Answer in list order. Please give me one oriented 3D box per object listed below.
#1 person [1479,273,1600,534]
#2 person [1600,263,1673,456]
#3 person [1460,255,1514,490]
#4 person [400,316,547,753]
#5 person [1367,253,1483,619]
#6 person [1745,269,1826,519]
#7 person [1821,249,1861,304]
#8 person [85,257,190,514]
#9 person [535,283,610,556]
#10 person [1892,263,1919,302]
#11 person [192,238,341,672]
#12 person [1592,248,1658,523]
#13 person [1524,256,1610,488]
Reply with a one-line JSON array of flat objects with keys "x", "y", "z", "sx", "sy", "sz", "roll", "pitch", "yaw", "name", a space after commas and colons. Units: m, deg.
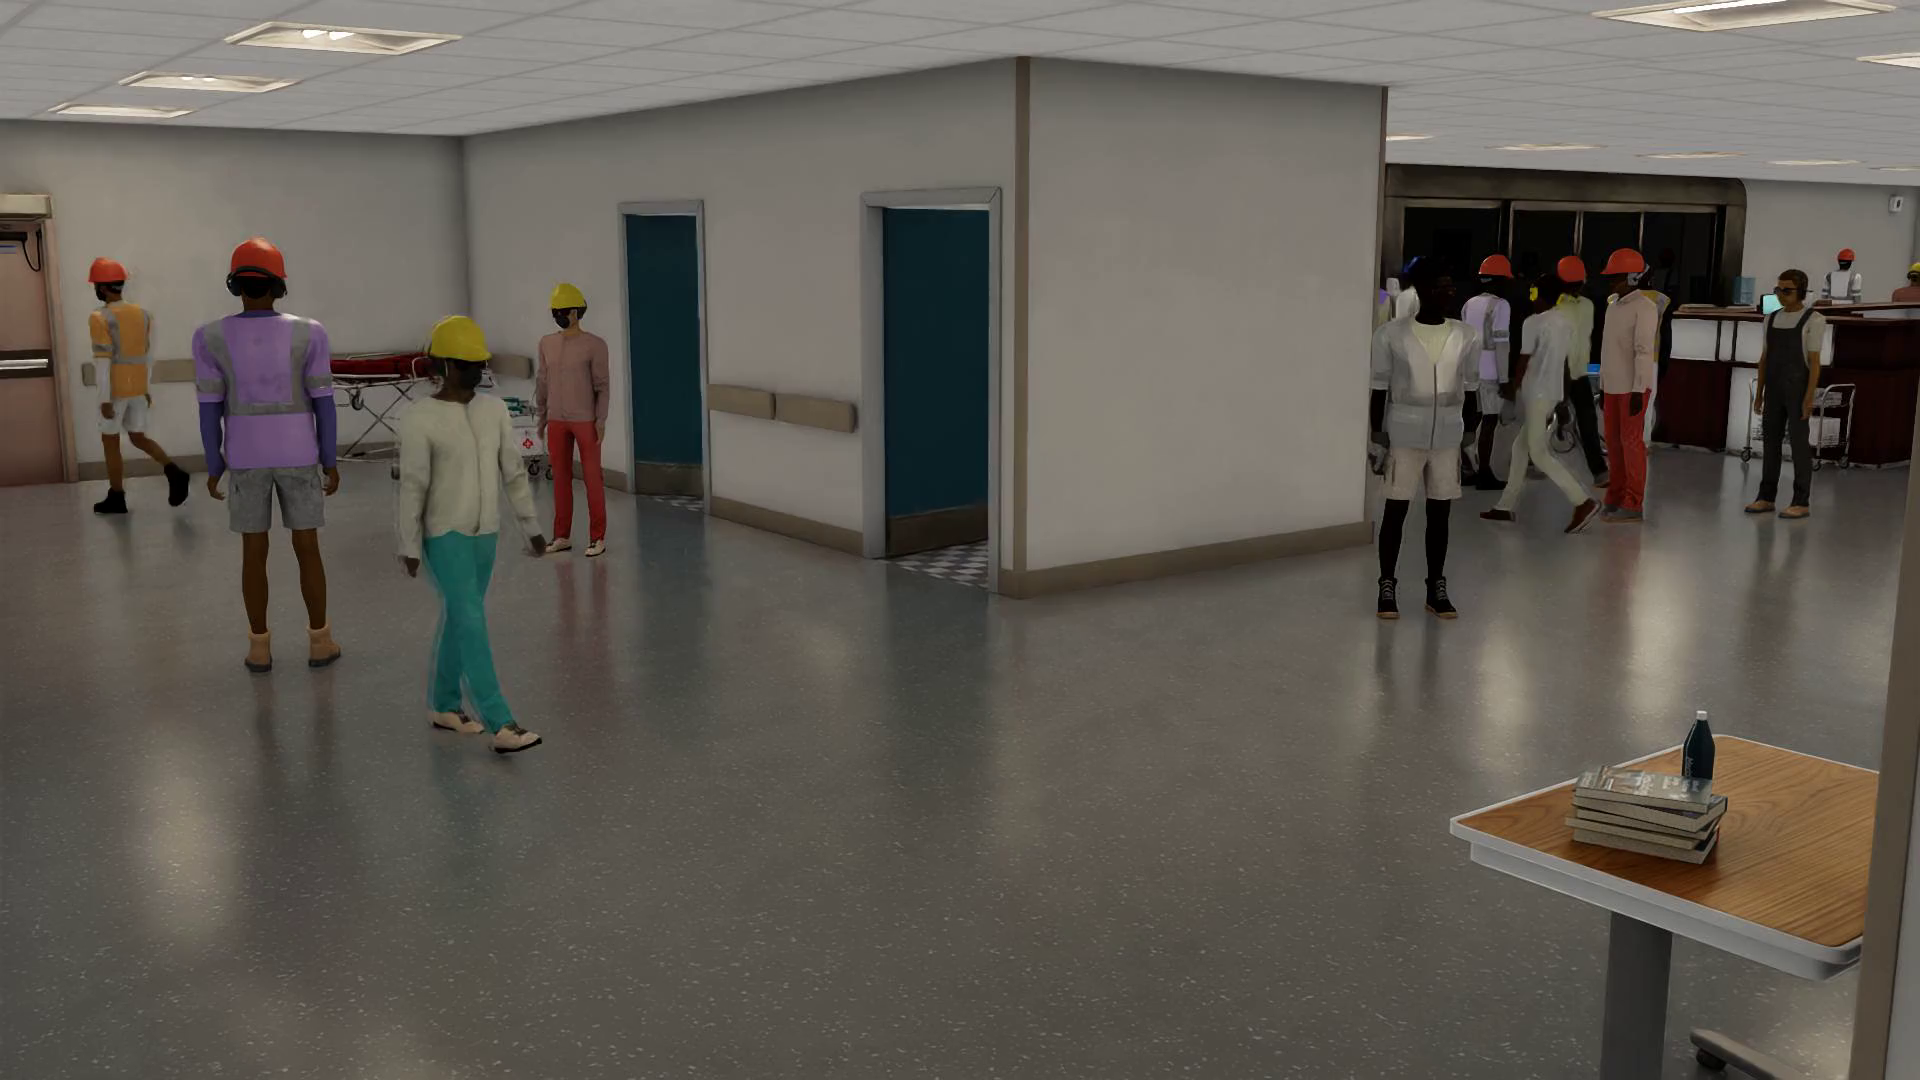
[{"x": 4.160, "y": -0.982, "z": 11.805, "sx": 0.608, "sy": 1.818, "sz": 0.894, "roll": -9, "pitch": 13, "yaw": -40, "name": "person"}, {"x": 6.445, "y": -1.716, "z": 15.890, "sx": 0.633, "sy": 1.835, "sz": 0.429, "roll": 4, "pitch": 11, "yaw": 23, "name": "person"}, {"x": 4.355, "y": -1.375, "z": 13.713, "sx": 0.378, "sy": 1.931, "sz": 0.546, "roll": -3, "pitch": 11, "yaw": -18, "name": "person"}, {"x": -1.897, "y": -0.014, "z": 6.641, "sx": 0.845, "sy": 1.733, "sz": 0.527, "roll": 6, "pitch": 12, "yaw": 29, "name": "person"}, {"x": 2.498, "y": -0.548, "z": 8.960, "sx": 0.610, "sy": 1.966, "sz": 0.363, "roll": 0, "pitch": 10, "yaw": -2, "name": "person"}, {"x": 6.120, "y": -1.079, "z": 12.316, "sx": 0.345, "sy": 1.838, "sz": 0.502, "roll": -5, "pitch": 11, "yaw": -26, "name": "person"}, {"x": 13.477, "y": -3.478, "z": 25.455, "sx": 0.551, "sy": 1.936, "sz": 0.357, "roll": 9, "pitch": 14, "yaw": 42, "name": "person"}, {"x": -6.180, "y": -1.132, "z": 12.360, "sx": 0.722, "sy": 1.922, "sz": 0.555, "roll": 3, "pitch": 11, "yaw": 18, "name": "person"}, {"x": -2.515, "y": -0.773, "z": 10.785, "sx": 0.523, "sy": 1.769, "sz": 0.309, "roll": 3, "pitch": 11, "yaw": 16, "name": "person"}, {"x": 12.495, "y": -2.746, "z": 21.843, "sx": 0.533, "sy": 1.765, "sz": 0.318, "roll": 8, "pitch": 13, "yaw": 37, "name": "person"}, {"x": -3.260, "y": -0.393, "z": 7.877, "sx": 0.605, "sy": 2.045, "sz": 0.381, "roll": -3, "pitch": 11, "yaw": -18, "name": "person"}, {"x": 4.820, "y": -1.118, "z": 12.119, "sx": 0.402, "sy": 1.987, "sz": 0.608, "roll": -1, "pitch": 10, "yaw": -7, "name": "person"}, {"x": 5.056, "y": -1.391, "z": 13.886, "sx": 0.622, "sy": 1.935, "sz": 0.979, "roll": -4, "pitch": 11, "yaw": -23, "name": "person"}]
